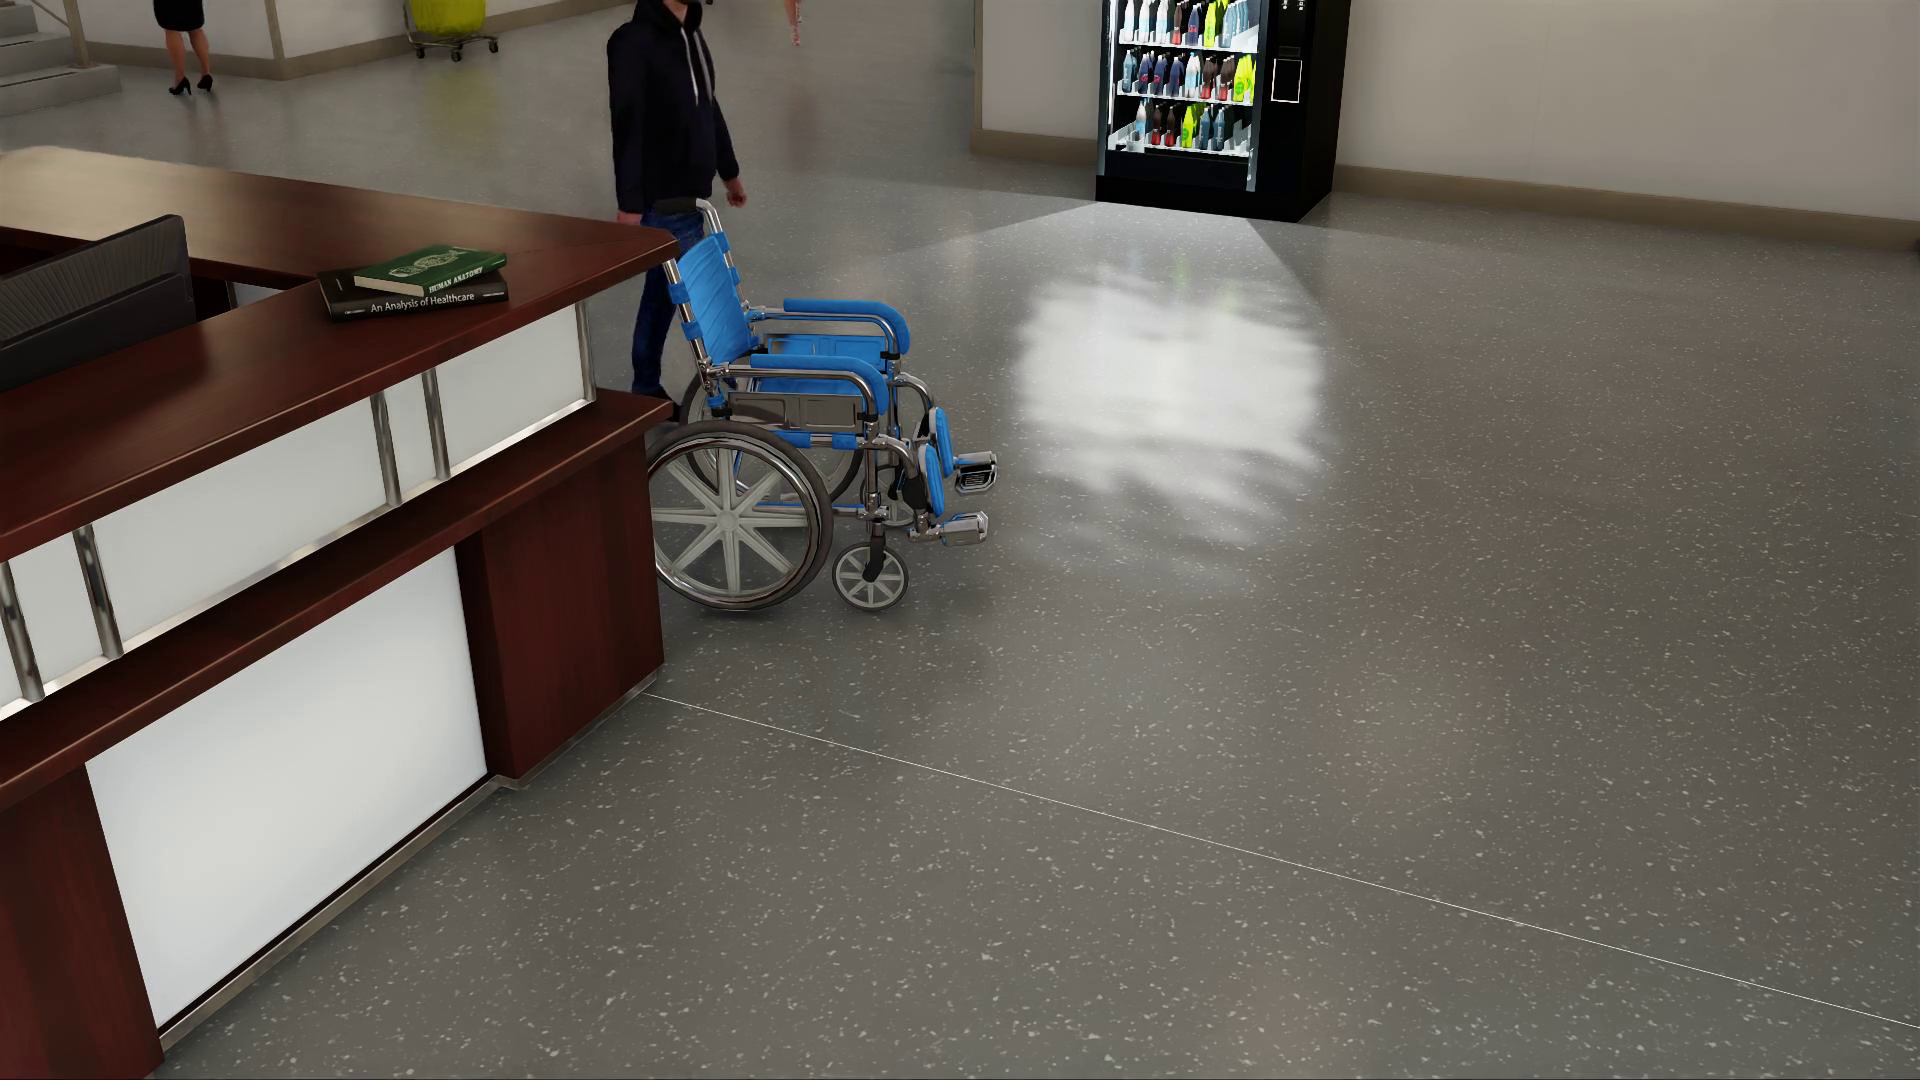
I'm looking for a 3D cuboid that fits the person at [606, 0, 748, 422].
[{"bbox_3d":[-1.158,-1.291,6.215,1.000,1.861,0.754,8,27,15],"label":"person"}]

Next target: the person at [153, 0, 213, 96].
[{"bbox_3d":[-5.909,-4.213,12.492,0.725,1.672,0.768,20,32,36],"label":"person"}]
